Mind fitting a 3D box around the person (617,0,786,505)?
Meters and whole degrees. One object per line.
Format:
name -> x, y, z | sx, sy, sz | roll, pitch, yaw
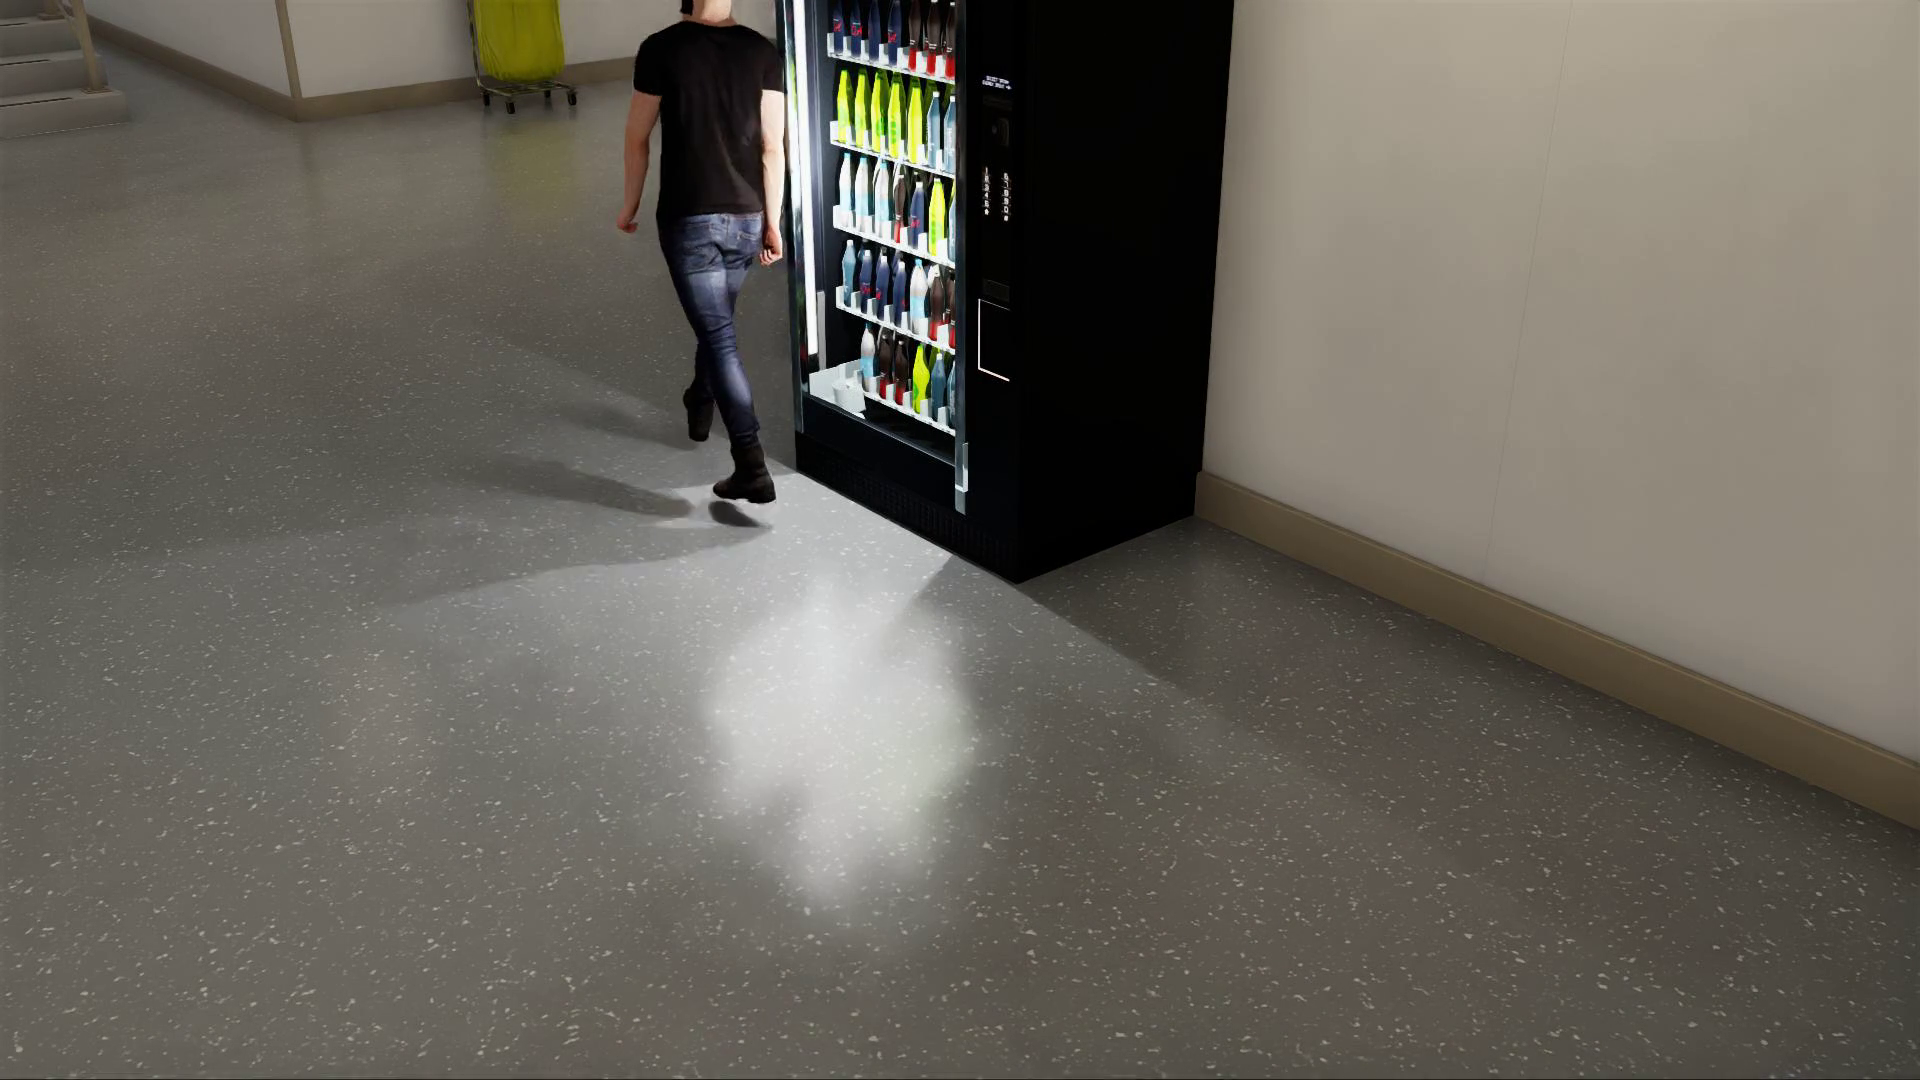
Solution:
person -> -0.794, -1.004, 5.530 | 0.847, 1.834, 1.293 | -14, 29, -27
